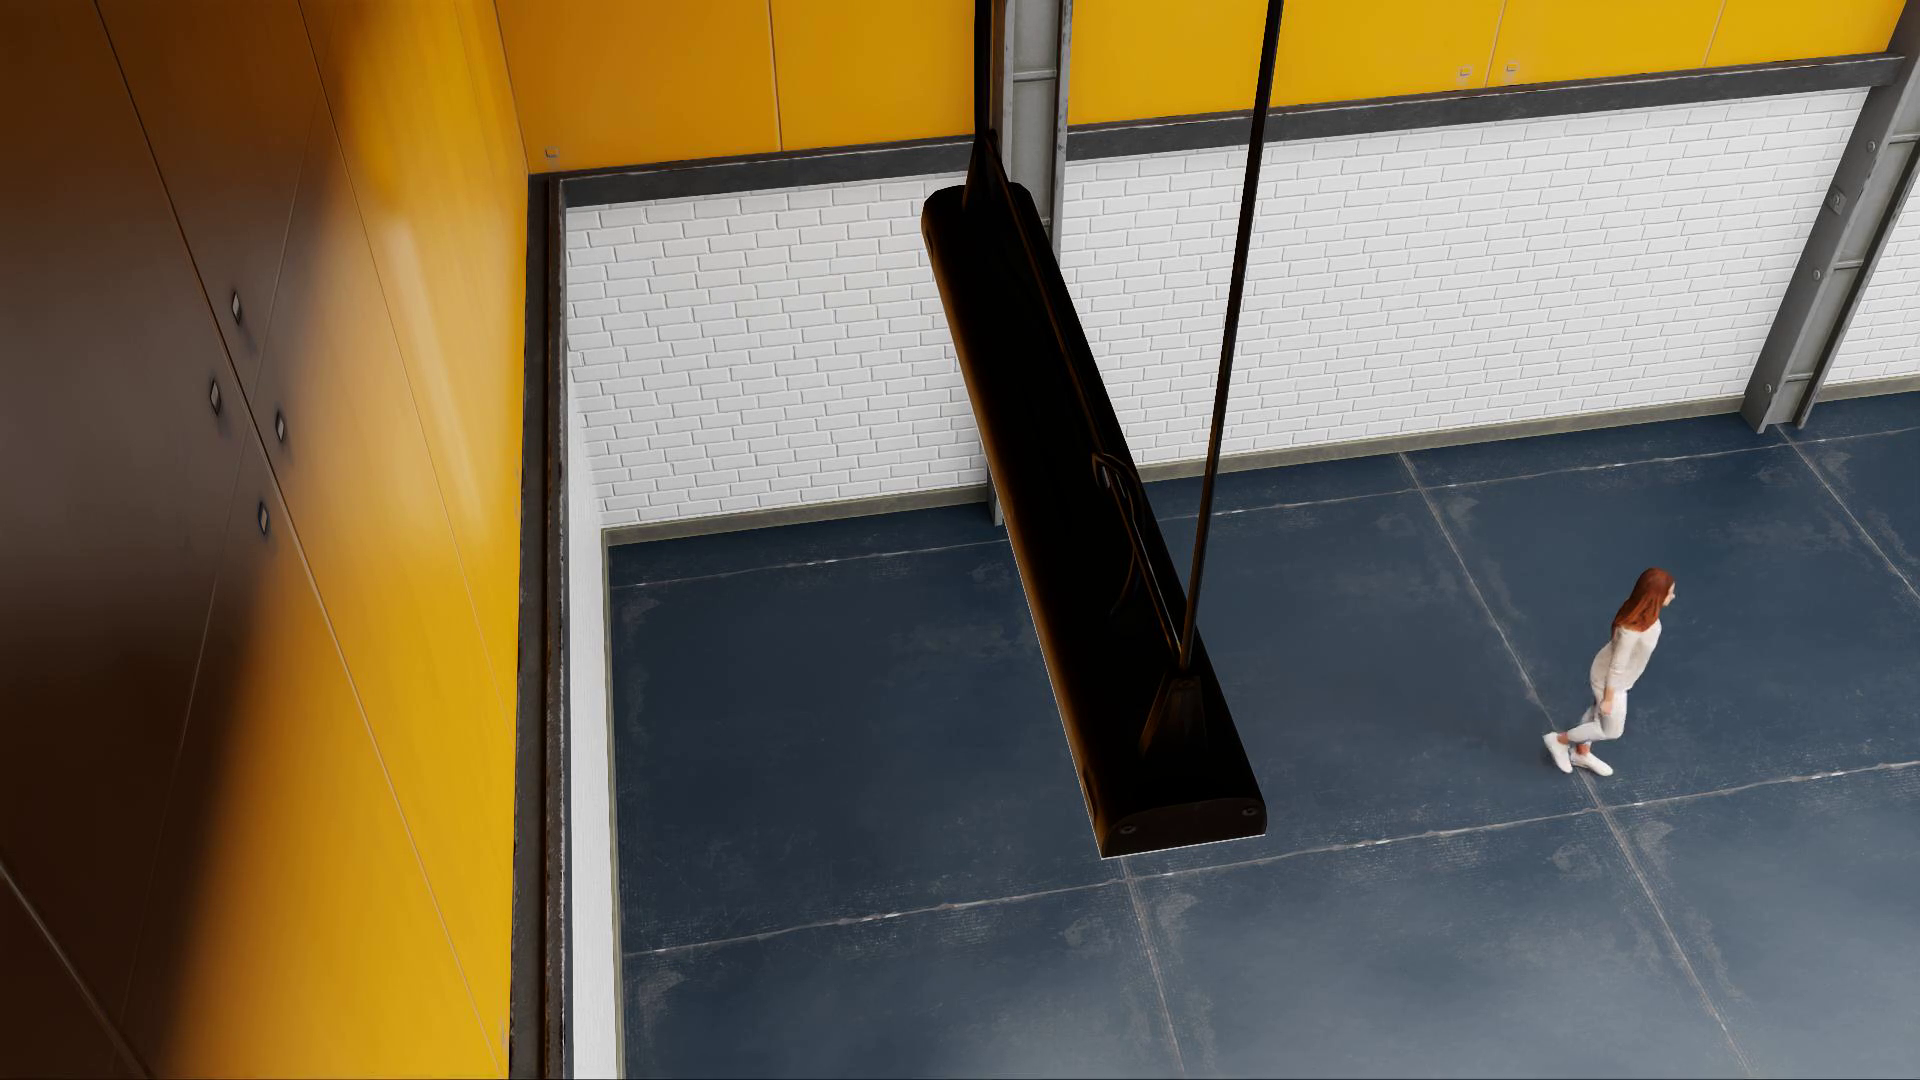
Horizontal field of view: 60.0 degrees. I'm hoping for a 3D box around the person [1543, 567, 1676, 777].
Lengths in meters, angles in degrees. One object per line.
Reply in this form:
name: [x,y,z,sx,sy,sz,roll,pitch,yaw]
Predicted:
person: [3.823,0.786,9.922,0.839,1.700,0.779,22,48,21]
